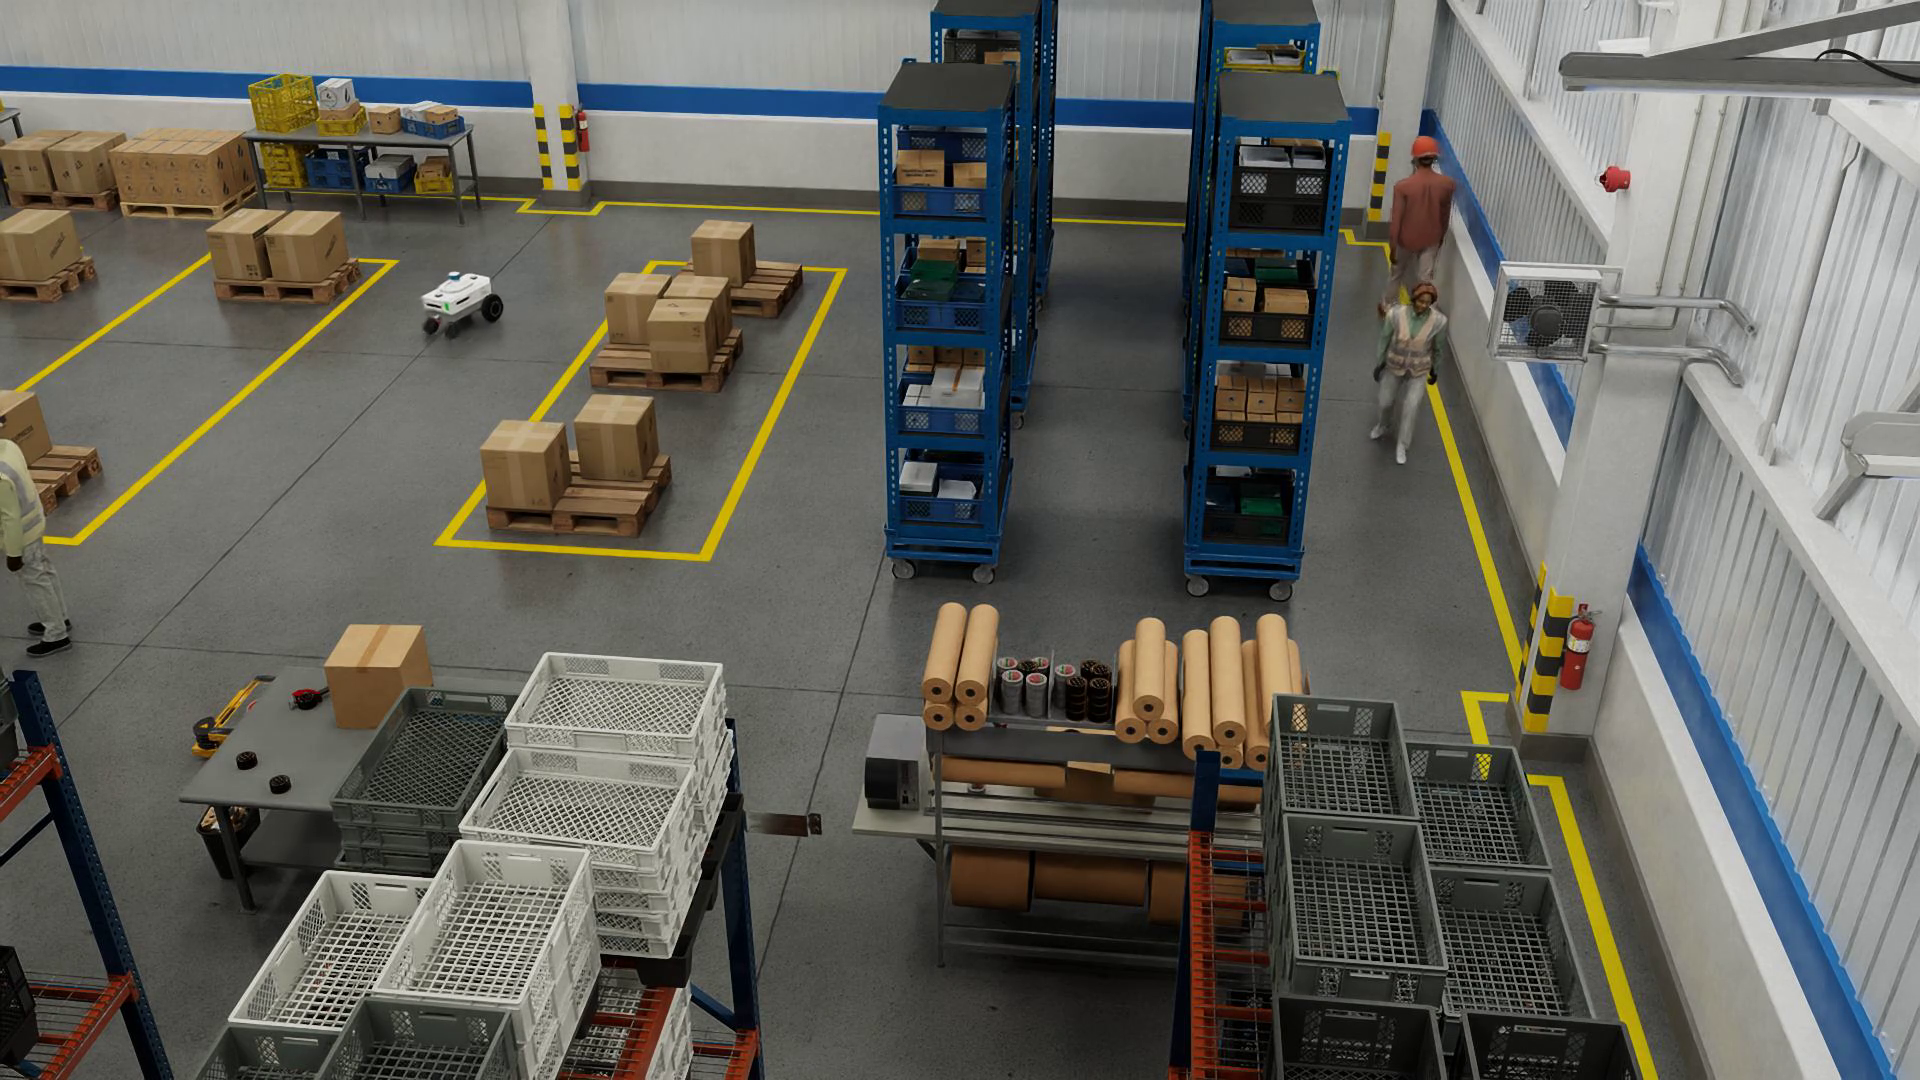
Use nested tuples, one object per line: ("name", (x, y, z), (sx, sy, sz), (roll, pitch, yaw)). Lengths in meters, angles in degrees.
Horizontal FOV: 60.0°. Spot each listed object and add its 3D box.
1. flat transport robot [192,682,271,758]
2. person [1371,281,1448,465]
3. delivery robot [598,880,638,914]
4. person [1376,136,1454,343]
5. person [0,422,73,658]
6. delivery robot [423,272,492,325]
("flat transport robot", (-4.089, 1.163, 10.648), (1.431, 0.197, 0.652), (3, 30, 6))
("person", (3.715, -1.442, 13.793), (0.536, 1.610, 0.540), (8, 31, 13))
("delivery robot", (-1.882, 1.777, 9.224), (0.477, 0.478, 0.707), (19, 35, 29))
("person", (4.409, -2.896, 15.993), (0.624, 1.938, 1.042), (-2, 30, -3))
("person", (-6.377, -0.061, 11.209), (0.404, 1.833, 0.592), (-11, 32, -17))
("delivery robot", (-4.956, -2.402, 16.401), (0.477, 0.478, 0.707), (13, 33, 22))
